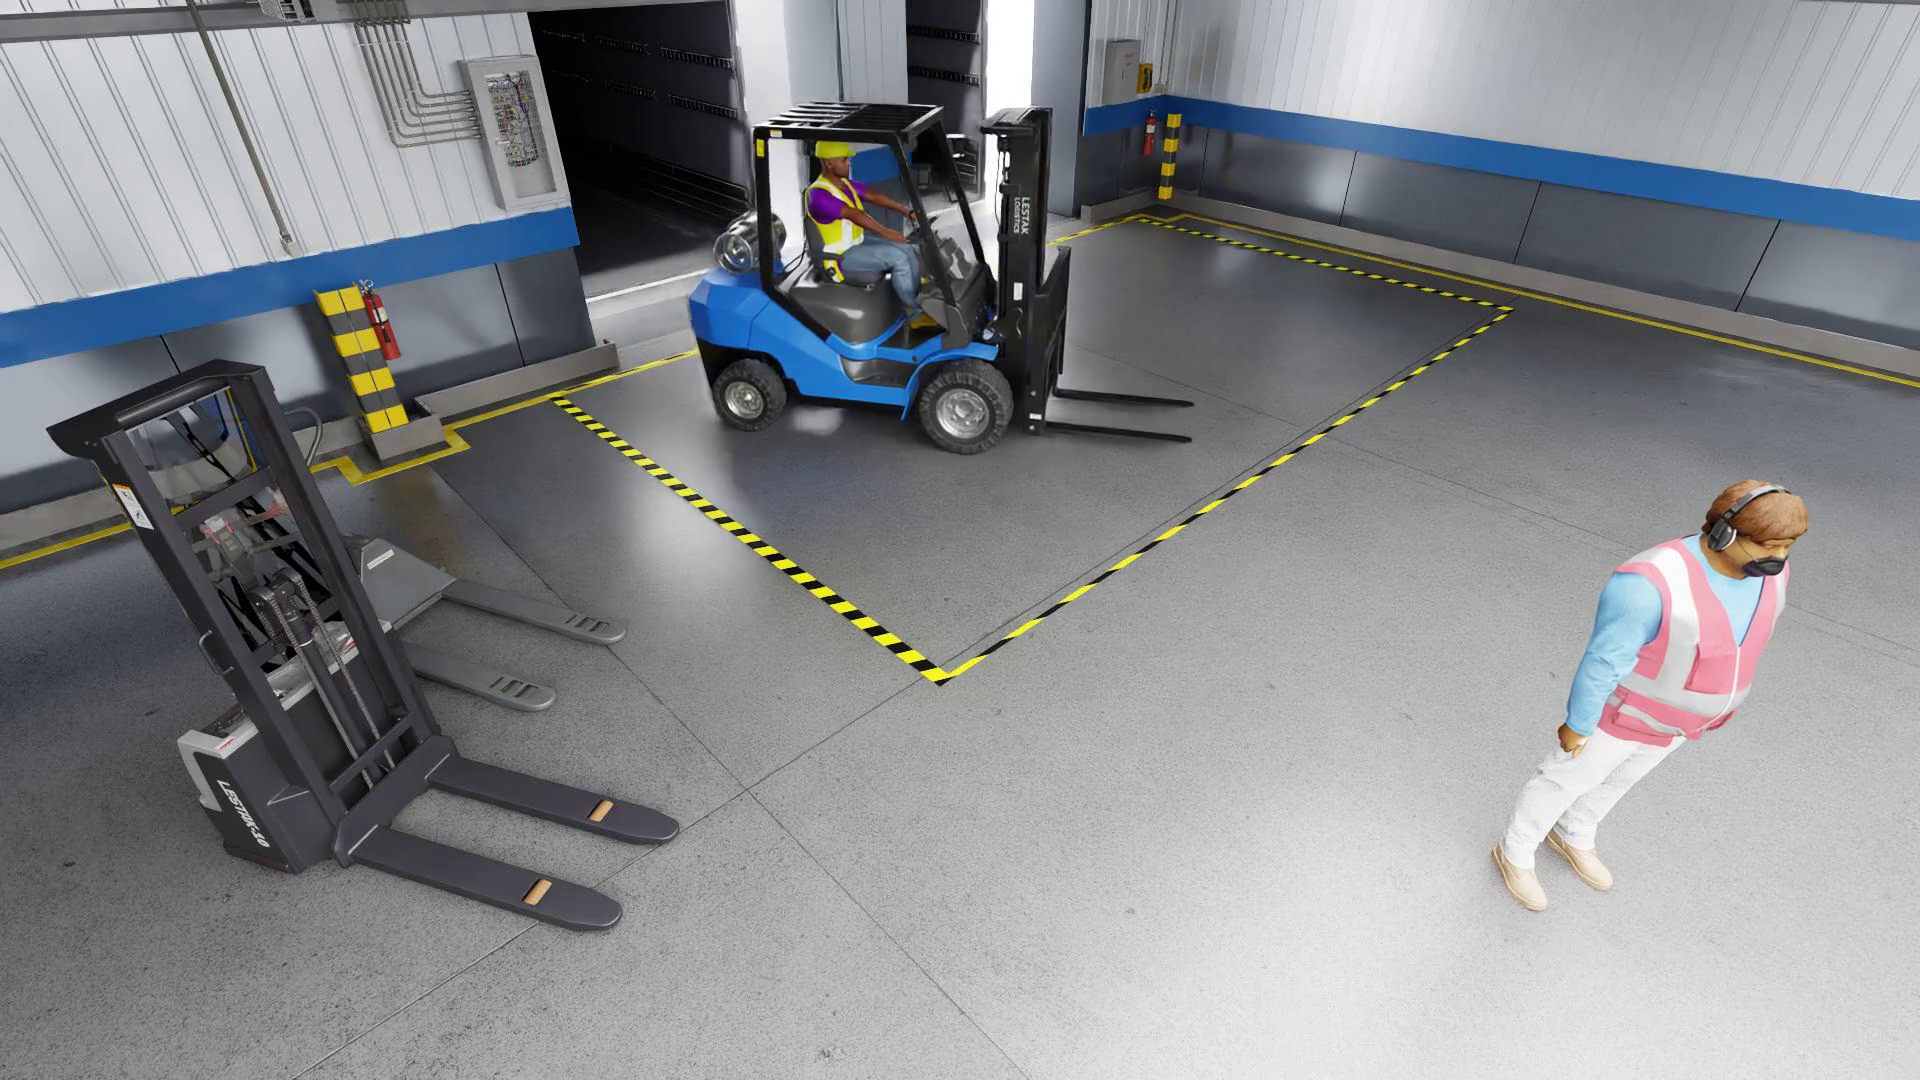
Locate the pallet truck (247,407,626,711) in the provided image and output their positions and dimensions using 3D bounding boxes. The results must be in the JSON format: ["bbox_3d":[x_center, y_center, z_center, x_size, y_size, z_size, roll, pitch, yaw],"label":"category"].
[{"bbox_3d":[-2.628,0.038,4.590,1.601,1.201,0.680,12,36,18],"label":"pallet truck"}]

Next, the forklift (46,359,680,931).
[{"bbox_3d":[-2.135,0.422,3.354,1.885,1.965,0.823,10,35,14],"label":"forklift"}]

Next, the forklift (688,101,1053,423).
[{"bbox_3d":[-0.610,-2.025,6.636,2.680,2.036,1.157,8,35,11],"label":"forklift"}]

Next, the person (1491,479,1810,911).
[{"bbox_3d":[2.411,0.597,3.233,0.633,1.841,0.429,-9,35,-13],"label":"person"}]

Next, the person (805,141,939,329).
[{"bbox_3d":[-0.553,-2.168,6.514,1.004,1.294,0.635,8,35,11],"label":"person"}]
